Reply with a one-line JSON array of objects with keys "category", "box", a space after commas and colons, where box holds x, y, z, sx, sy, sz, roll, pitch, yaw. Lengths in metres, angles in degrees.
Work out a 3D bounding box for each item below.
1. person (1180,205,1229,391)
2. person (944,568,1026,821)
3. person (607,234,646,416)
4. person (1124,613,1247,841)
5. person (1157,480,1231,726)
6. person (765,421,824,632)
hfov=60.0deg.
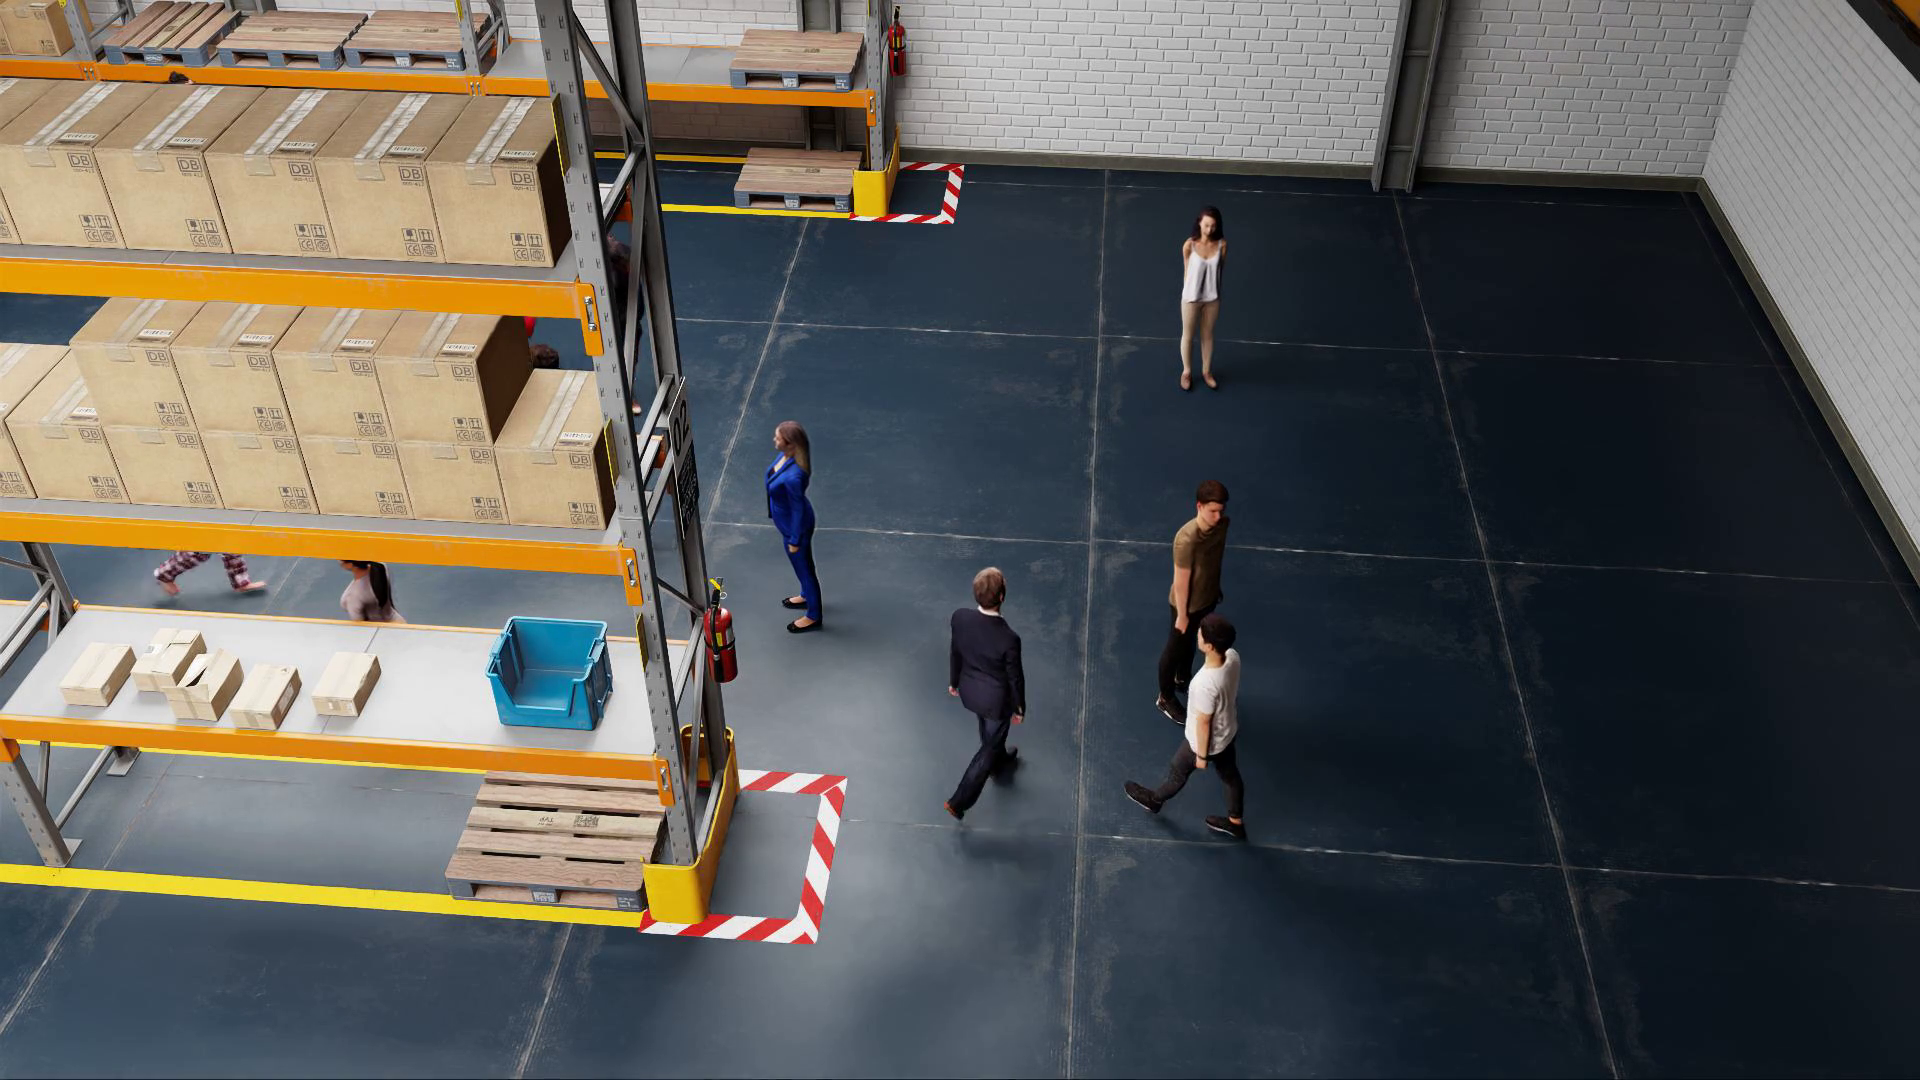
[{"category": "person", "box": [2.043, -2.085, 14.114, 0.619, 1.654, 0.667, 17, 42, 20]}, {"category": "person", "box": [0.125, 0.957, 10.195, 1.150, 1.791, 1.124, 26, 46, 29]}, {"category": "person", "box": [-2.793, -1.793, 13.772, 0.608, 1.624, 0.755, -9, 39, -11]}, {"category": "person", "box": [1.582, 1.179, 10.001, 1.144, 1.687, 0.961, 22, 44, 25]}, {"category": "person", "box": [1.531, 0.367, 10.887, 0.775, 1.850, 0.752, 28, 46, 30]}, {"category": "person", "box": [-1.134, -0.112, 11.606, 0.630, 1.700, 0.675, -7, 39, -8]}]
